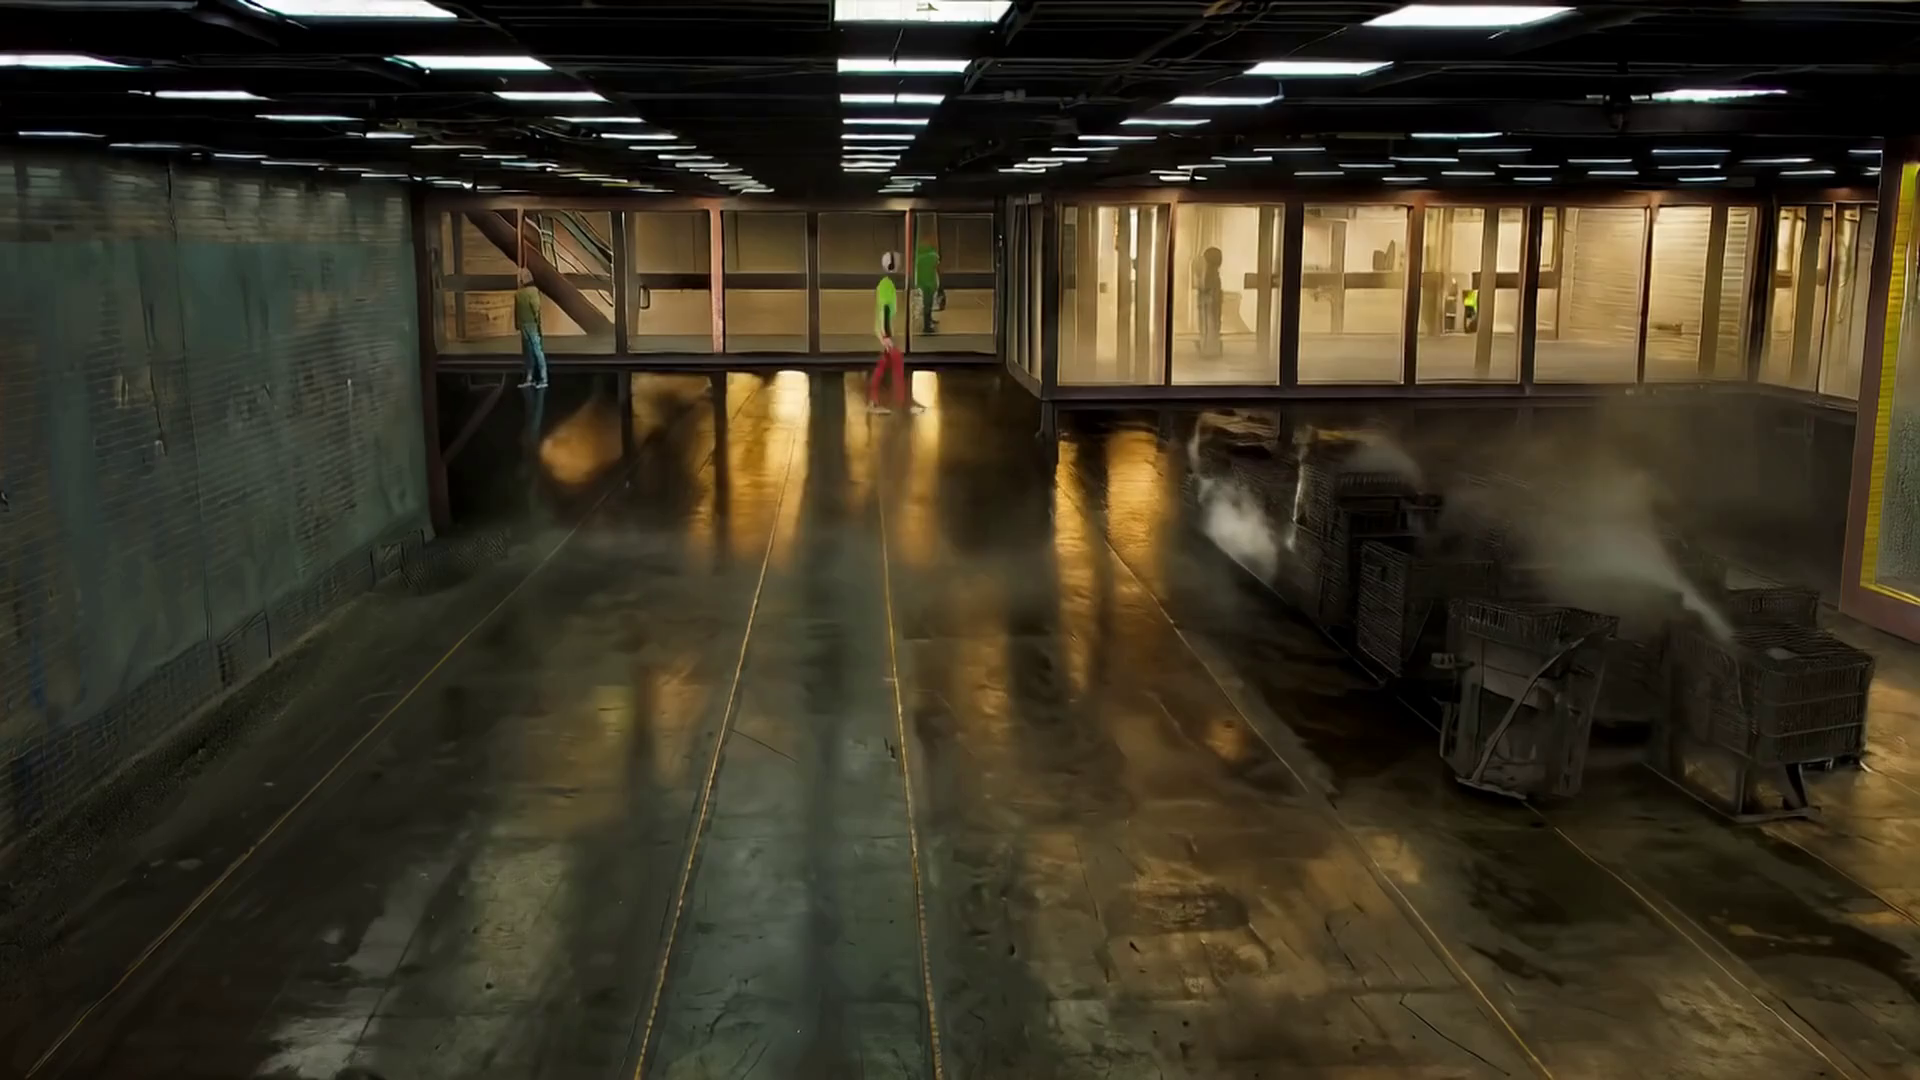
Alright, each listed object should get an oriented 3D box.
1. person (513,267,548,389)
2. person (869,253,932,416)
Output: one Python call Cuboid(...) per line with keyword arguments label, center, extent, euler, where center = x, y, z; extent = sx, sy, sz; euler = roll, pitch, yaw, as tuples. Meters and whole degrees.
Cuboid(label="person", center=(-5.776, -2.834, 22.250), extent=(0.512, 1.620, 0.322), euler=(7, 13, 35))
Cuboid(label="person", center=(-0.695, -2.331, 18.927), extent=(0.768, 1.841, 0.561), euler=(-1, 11, -6))
